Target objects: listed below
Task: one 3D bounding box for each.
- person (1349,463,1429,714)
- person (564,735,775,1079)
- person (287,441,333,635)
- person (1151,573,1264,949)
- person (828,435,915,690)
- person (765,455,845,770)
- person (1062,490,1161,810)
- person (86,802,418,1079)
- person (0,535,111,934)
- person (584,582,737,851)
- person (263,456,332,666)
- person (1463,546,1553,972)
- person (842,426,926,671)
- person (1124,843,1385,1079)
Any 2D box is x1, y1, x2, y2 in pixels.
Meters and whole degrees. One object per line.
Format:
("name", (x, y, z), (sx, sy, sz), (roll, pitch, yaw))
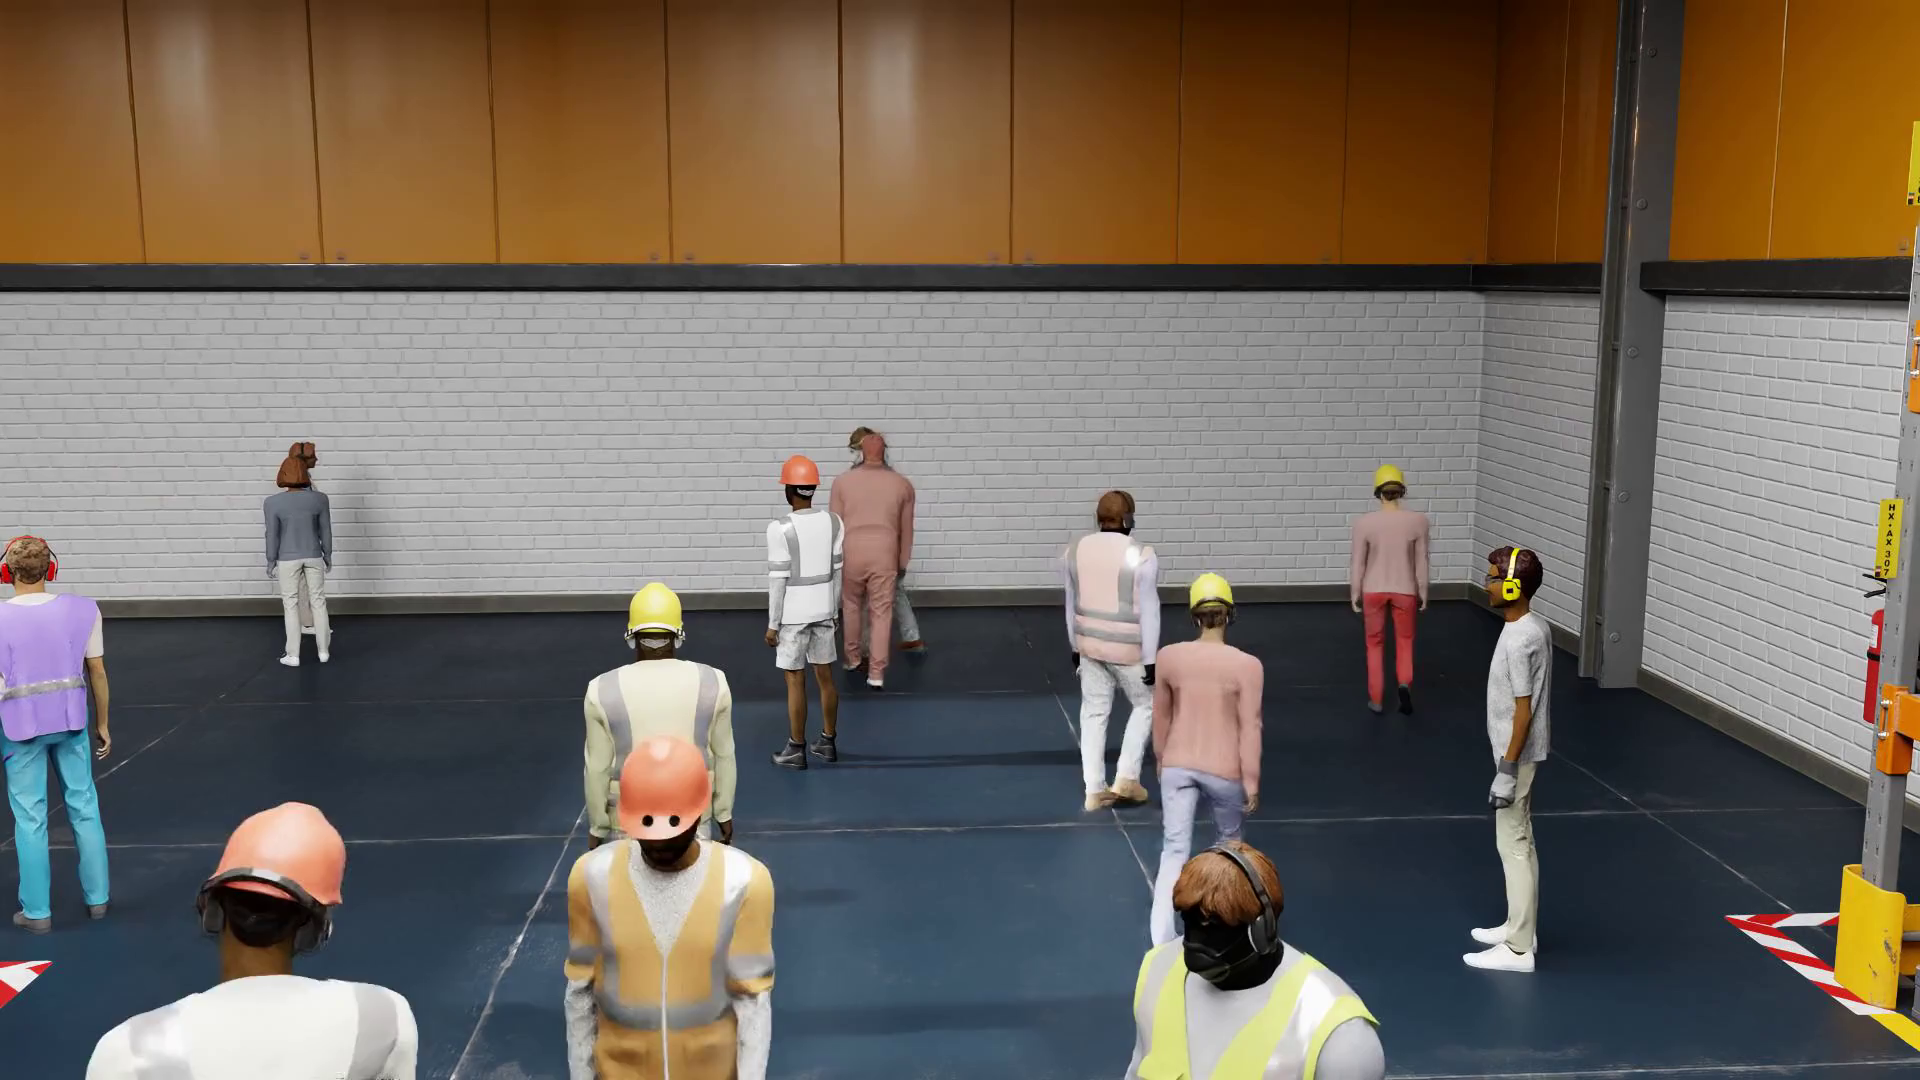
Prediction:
("person", (2.931, 0.358, 11.351), (0.545, 1.750, 0.506), (1, 9, 7))
("person", (-0.752, 1.422, 4.275), (0.554, 1.880, 0.955), (-1, 9, -5))
("person", (-5.529, -0.015, 14.067), (0.307, 1.639, 0.525), (-5, 10, -30))
("person", (1.087, 1.018, 7.345), (0.555, 1.711, 0.932), (5, 10, 26))
("person", (-0.680, 0.144, 12.442), (0.680, 1.848, 1.004), (-1, 9, -5))
("person", (-0.969, 0.446, 10.240), (0.543, 1.938, 0.357), (-8, 12, -41))
("person", (0.884, 0.624, 9.464), (0.651, 1.824, 0.501), (7, 11, 37))
("person", (-1.331, 1.539, 3.214), (0.667, 1.990, 0.698), (-7, 11, -36))
("person", (-4.232, 0.897, 7.695), (0.571, 1.843, 0.373), (-8, 12, -43))
("person", (-1.190, 1.076, 6.612), (0.600, 1.831, 0.404), (-3, 10, -19))
("person", (-5.145, 0.165, 12.957), (0.507, 1.633, 0.278), (-7, 11, -38))
("person", (2.412, 0.956, 7.270), (0.310, 1.864, 0.533), (4, 10, 25))
("person", (-0.579, 0.045, 12.959), (0.792, 1.898, 0.687), (-4, 10, -23))
("person", (0.605, 1.549, 3.667), (0.430, 1.833, 0.634), (-9, 13, -43))
